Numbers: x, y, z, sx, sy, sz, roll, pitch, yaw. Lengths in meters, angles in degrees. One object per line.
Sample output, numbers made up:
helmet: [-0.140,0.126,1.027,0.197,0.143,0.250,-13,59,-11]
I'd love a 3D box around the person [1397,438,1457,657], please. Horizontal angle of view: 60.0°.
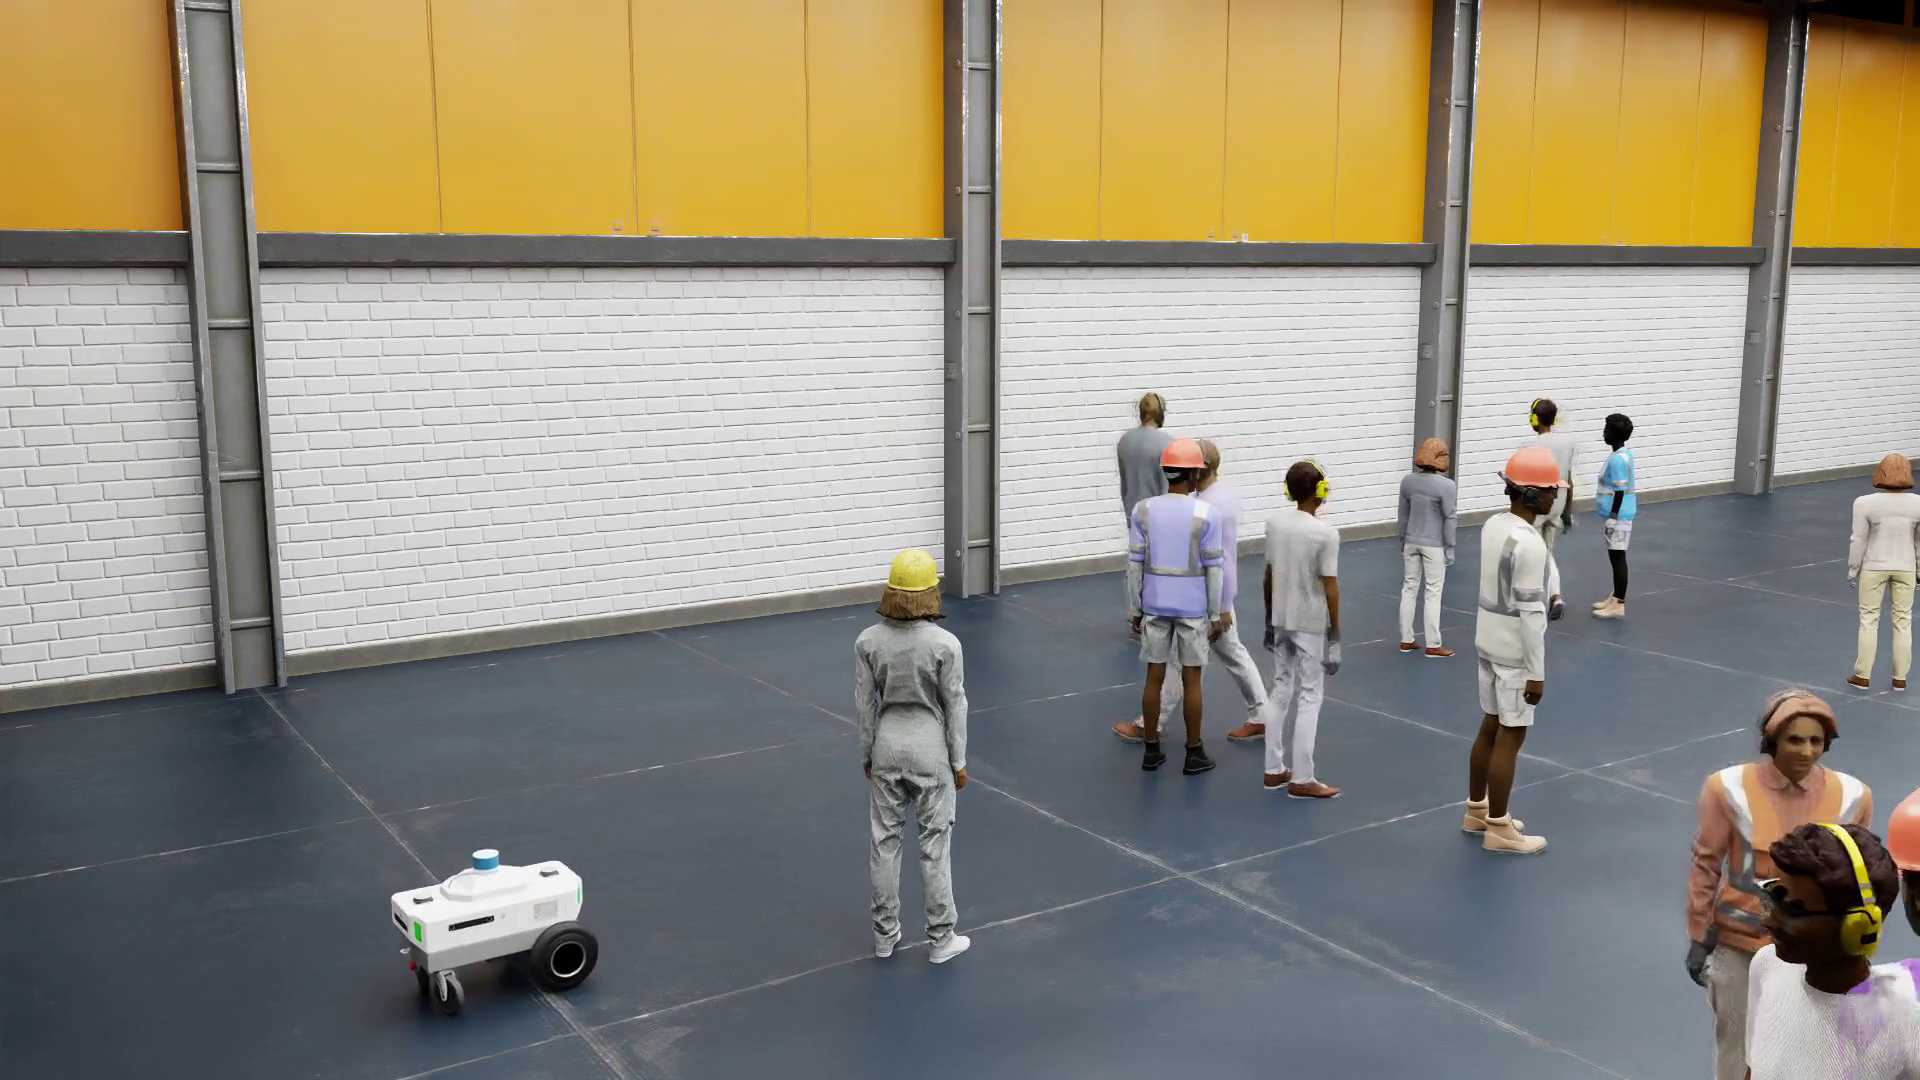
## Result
person: [3.482,0.053,12.409,0.283,1.633,0.501,-7,12,-35]

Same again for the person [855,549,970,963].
person: [-0.194,0.901,6.972,0.485,1.745,0.296,3,10,19]

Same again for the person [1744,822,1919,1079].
person: [1.684,1.452,3.290,0.311,1.864,0.533,-3,10,-16]

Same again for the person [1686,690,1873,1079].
person: [2.523,1.262,5.164,0.534,1.627,0.393,2,10,14]

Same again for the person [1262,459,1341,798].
person: [1.862,0.494,9.103,0.323,1.854,0.562,-7,12,-36]

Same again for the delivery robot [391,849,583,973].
delivery robot: [-1.902,1.492,6.701,0.707,0.478,0.477,-6,11,-34]

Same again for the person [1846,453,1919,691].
person: [6.348,0.221,11.389,0.499,1.636,0.286,2,10,13]

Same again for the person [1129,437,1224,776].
person: [1.246,0.378,9.548,0.549,1.933,0.373,4,10,25]

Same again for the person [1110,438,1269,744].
person: [1.474,0.322,10.057,1.037,1.884,0.650,1,9,4]

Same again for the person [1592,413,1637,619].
person: [5.414,-0.199,13.740,0.321,1.695,0.537,4,10,24]

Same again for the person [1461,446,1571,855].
person: [2.764,0.550,8.237,0.392,2.038,0.606,0,9,-1]

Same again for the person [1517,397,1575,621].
person: [4.678,-0.215,13.381,0.548,1.846,0.425,-2,10,-13]

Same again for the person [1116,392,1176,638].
person: [1.495,-0.187,12.948,0.432,1.928,0.639,-7,12,-37]

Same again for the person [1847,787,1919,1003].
person: [1.893,1.424,3.310,0.590,1.910,0.543,0,9,2]
